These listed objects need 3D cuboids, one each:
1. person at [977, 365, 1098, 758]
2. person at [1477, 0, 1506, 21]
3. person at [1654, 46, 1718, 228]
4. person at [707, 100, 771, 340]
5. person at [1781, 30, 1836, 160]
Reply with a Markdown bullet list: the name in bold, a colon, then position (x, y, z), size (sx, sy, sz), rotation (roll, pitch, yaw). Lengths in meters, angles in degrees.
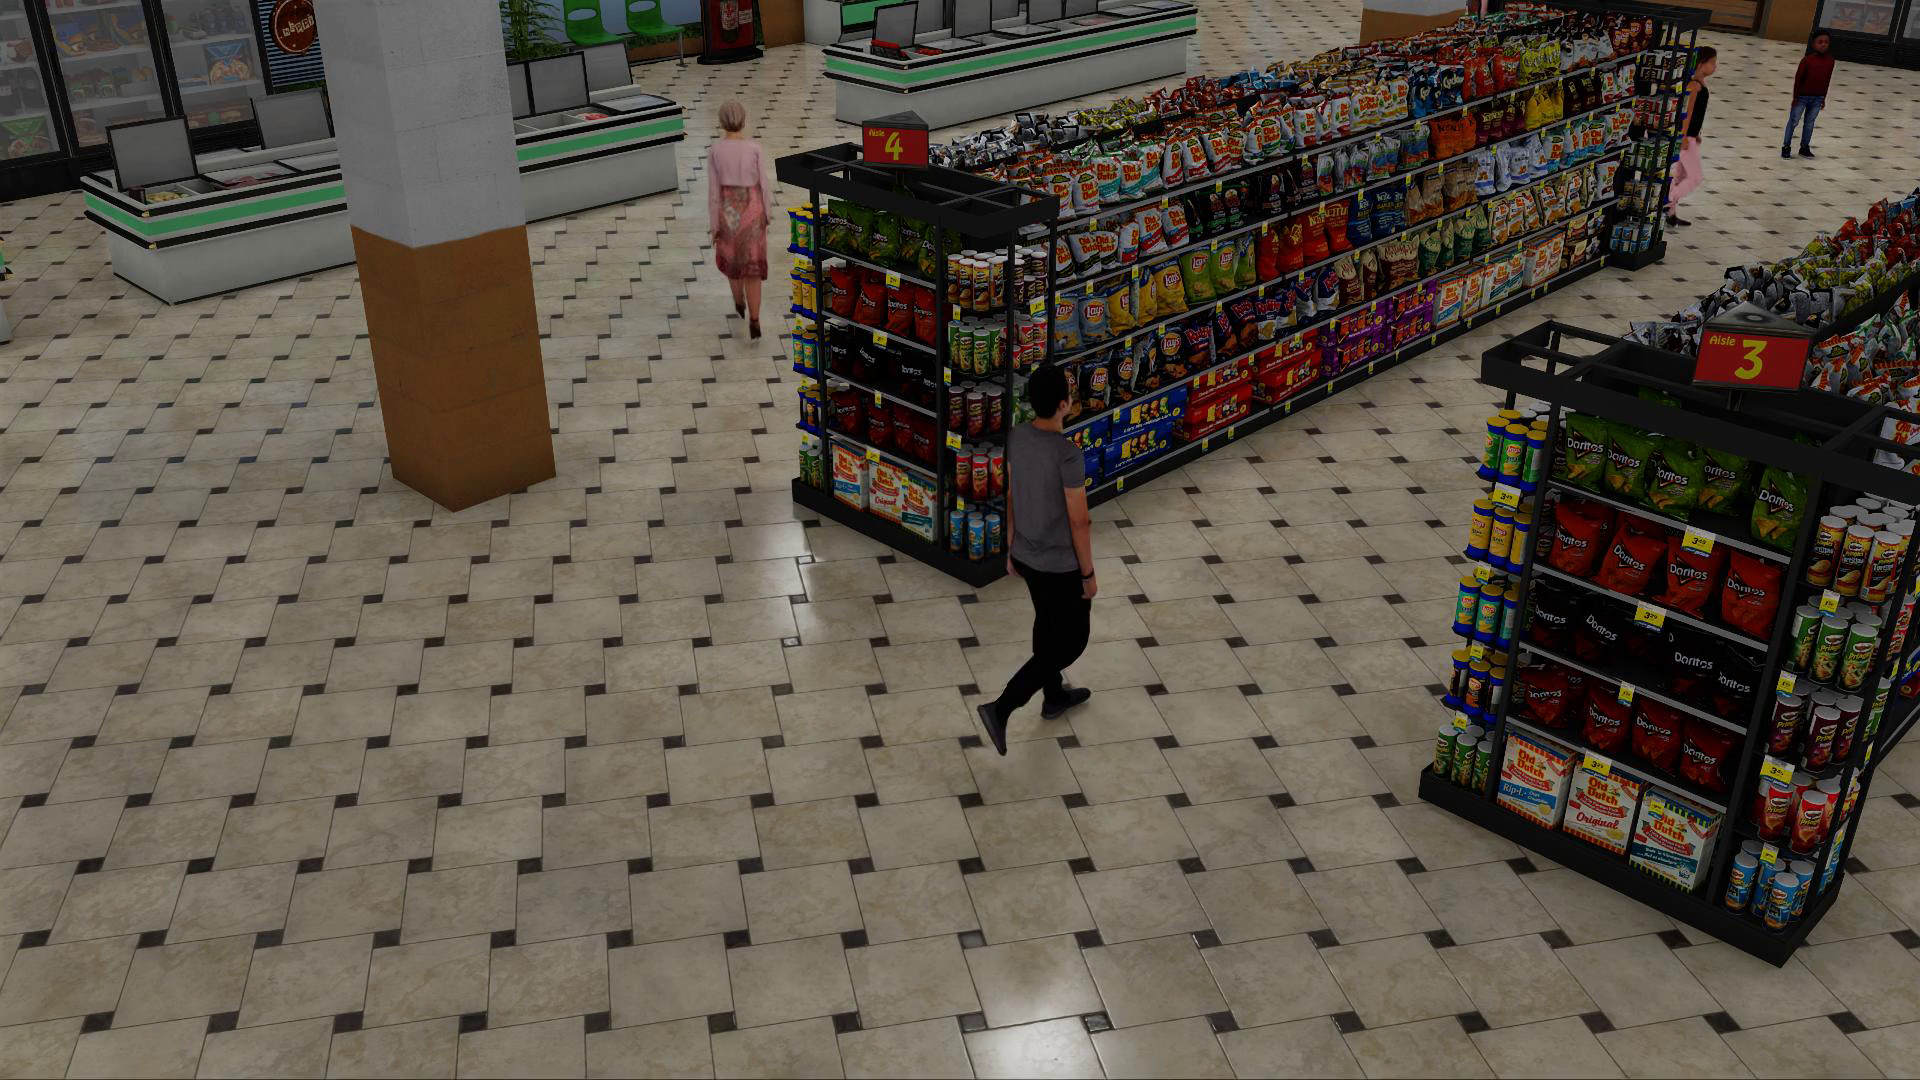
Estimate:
- **person**: position (0.331, 0.112, 7.107), size (1.031, 1.734, 0.732), rotation (-18, 32, -32)
- **person**: position (5.849, -5.650, 18.351), size (0.502, 1.842, 0.726), rotation (-24, 35, -39)
- **person**: position (6.208, -3.469, 14.361), size (0.687, 1.560, 0.623), rotation (13, 29, 23)
- **person**: position (-1.541, -2.228, 11.809), size (1.049, 1.655, 1.067), rotation (-2, 27, -4)
- **person**: position (8.510, -4.468, 16.668), size (0.583, 1.256, 0.643), rotation (0, 27, 0)
